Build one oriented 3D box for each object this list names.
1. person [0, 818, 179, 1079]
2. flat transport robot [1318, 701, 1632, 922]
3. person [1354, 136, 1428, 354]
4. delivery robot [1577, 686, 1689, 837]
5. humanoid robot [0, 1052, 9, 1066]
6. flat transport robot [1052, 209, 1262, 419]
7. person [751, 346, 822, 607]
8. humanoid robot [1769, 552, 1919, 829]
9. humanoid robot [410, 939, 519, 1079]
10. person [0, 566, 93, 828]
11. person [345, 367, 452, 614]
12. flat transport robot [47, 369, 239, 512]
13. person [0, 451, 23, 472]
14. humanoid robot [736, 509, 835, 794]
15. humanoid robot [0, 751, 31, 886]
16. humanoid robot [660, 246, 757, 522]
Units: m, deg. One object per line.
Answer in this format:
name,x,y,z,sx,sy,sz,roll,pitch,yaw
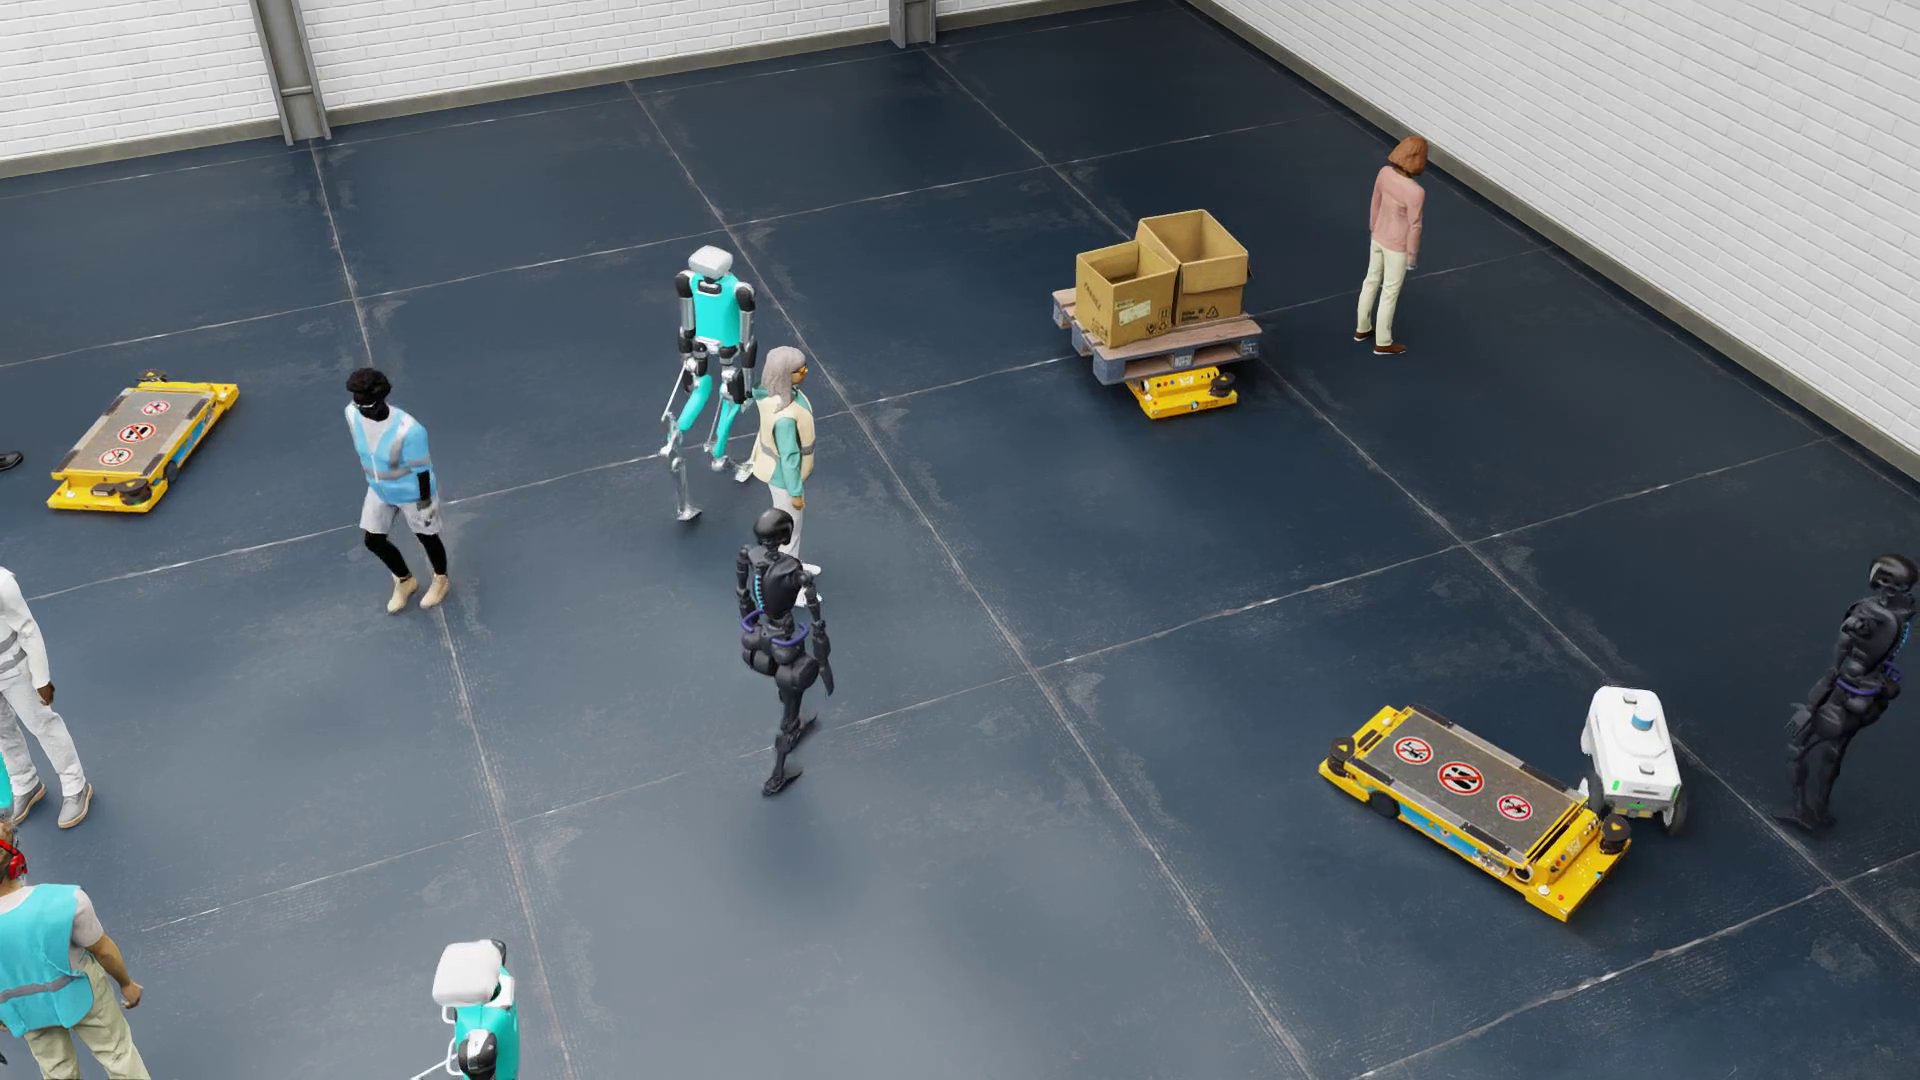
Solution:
person,-3.583,1.823,6.606,0.567,1.845,0.386,-10,39,-12
flat transport robot,2.628,1.337,8.534,1.431,0.231,0.659,31,47,34
person,3.101,-2.113,11.901,0.287,1.633,0.499,-15,40,-18
delivery robot,3.463,1.110,8.587,0.499,0.586,0.772,5,38,7
humanoid robot,-4.059,2.091,6.424,0.623,1.652,0.605,20,42,24
flat transport robot,1.410,-1.367,12.052,0.659,0.231,1.431,-12,39,-15
person,-1.004,-0.367,9.574,0.373,1.700,0.457,-6,38,-8
humanoid robot,4.339,0.761,8.130,0.591,1.651,0.320,-21,42,-25
humanoid robot,-1.981,2.175,6.290,1.035,1.774,0.550,-5,38,-6
person,-4.713,0.649,8.101,0.573,1.887,0.355,2,38,3
person,-3.201,-0.253,9.438,0.545,1.673,0.524,14,40,17
flat transport robot,-5.461,-0.677,11.154,0.659,0.231,1.431,2,38,3
person,-6.527,-1.290,10.586,0.550,1.934,0.371,21,42,25
humanoid robot,-0.870,0.516,8.456,0.586,1.635,0.651,22,43,26
humanoid robot,-4.377,1.388,7.282,0.678,1.820,0.542,-20,42,-24
humanoid robot,-1.593,-0.859,10.241,0.530,1.771,1.044,14,40,17
